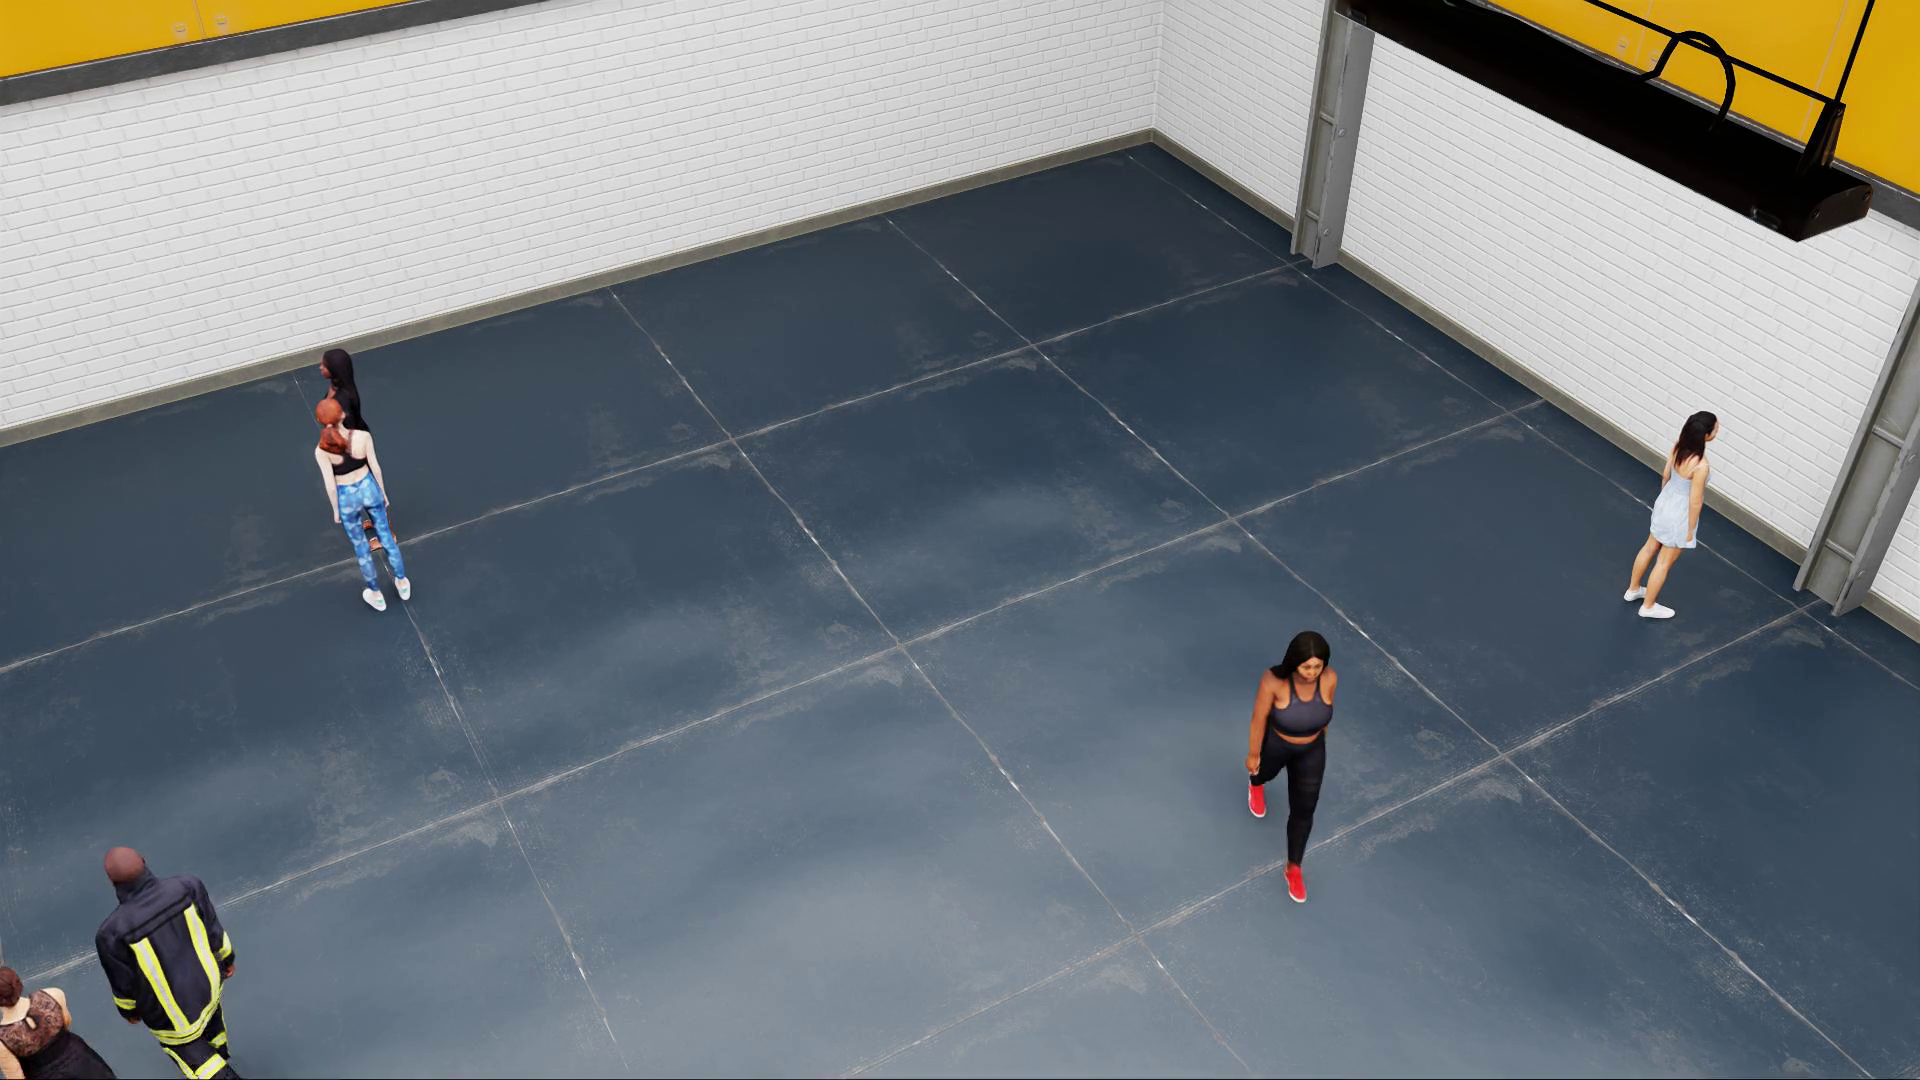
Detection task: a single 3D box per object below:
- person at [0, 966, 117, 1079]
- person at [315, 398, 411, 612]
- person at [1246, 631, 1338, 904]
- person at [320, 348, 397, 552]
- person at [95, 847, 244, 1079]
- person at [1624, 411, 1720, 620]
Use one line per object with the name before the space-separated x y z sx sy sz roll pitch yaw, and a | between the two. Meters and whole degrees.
person | -4.436 2.726 8.308 1.105 1.643 0.848 24 44 27
person | -4.301 -0.256 11.927 0.583 1.785 0.591 -24 45 -27
person | 1.969 1.198 10.123 1.046 1.766 1.337 -3 39 -4
person | -4.561 -0.701 12.537 0.697 1.720 0.490 -14 41 -17
person | -4.055 2.323 8.682 1.182 1.806 1.001 25 45 28
person | 5.105 -0.194 11.894 0.711 1.731 0.574 -7 39 -8
